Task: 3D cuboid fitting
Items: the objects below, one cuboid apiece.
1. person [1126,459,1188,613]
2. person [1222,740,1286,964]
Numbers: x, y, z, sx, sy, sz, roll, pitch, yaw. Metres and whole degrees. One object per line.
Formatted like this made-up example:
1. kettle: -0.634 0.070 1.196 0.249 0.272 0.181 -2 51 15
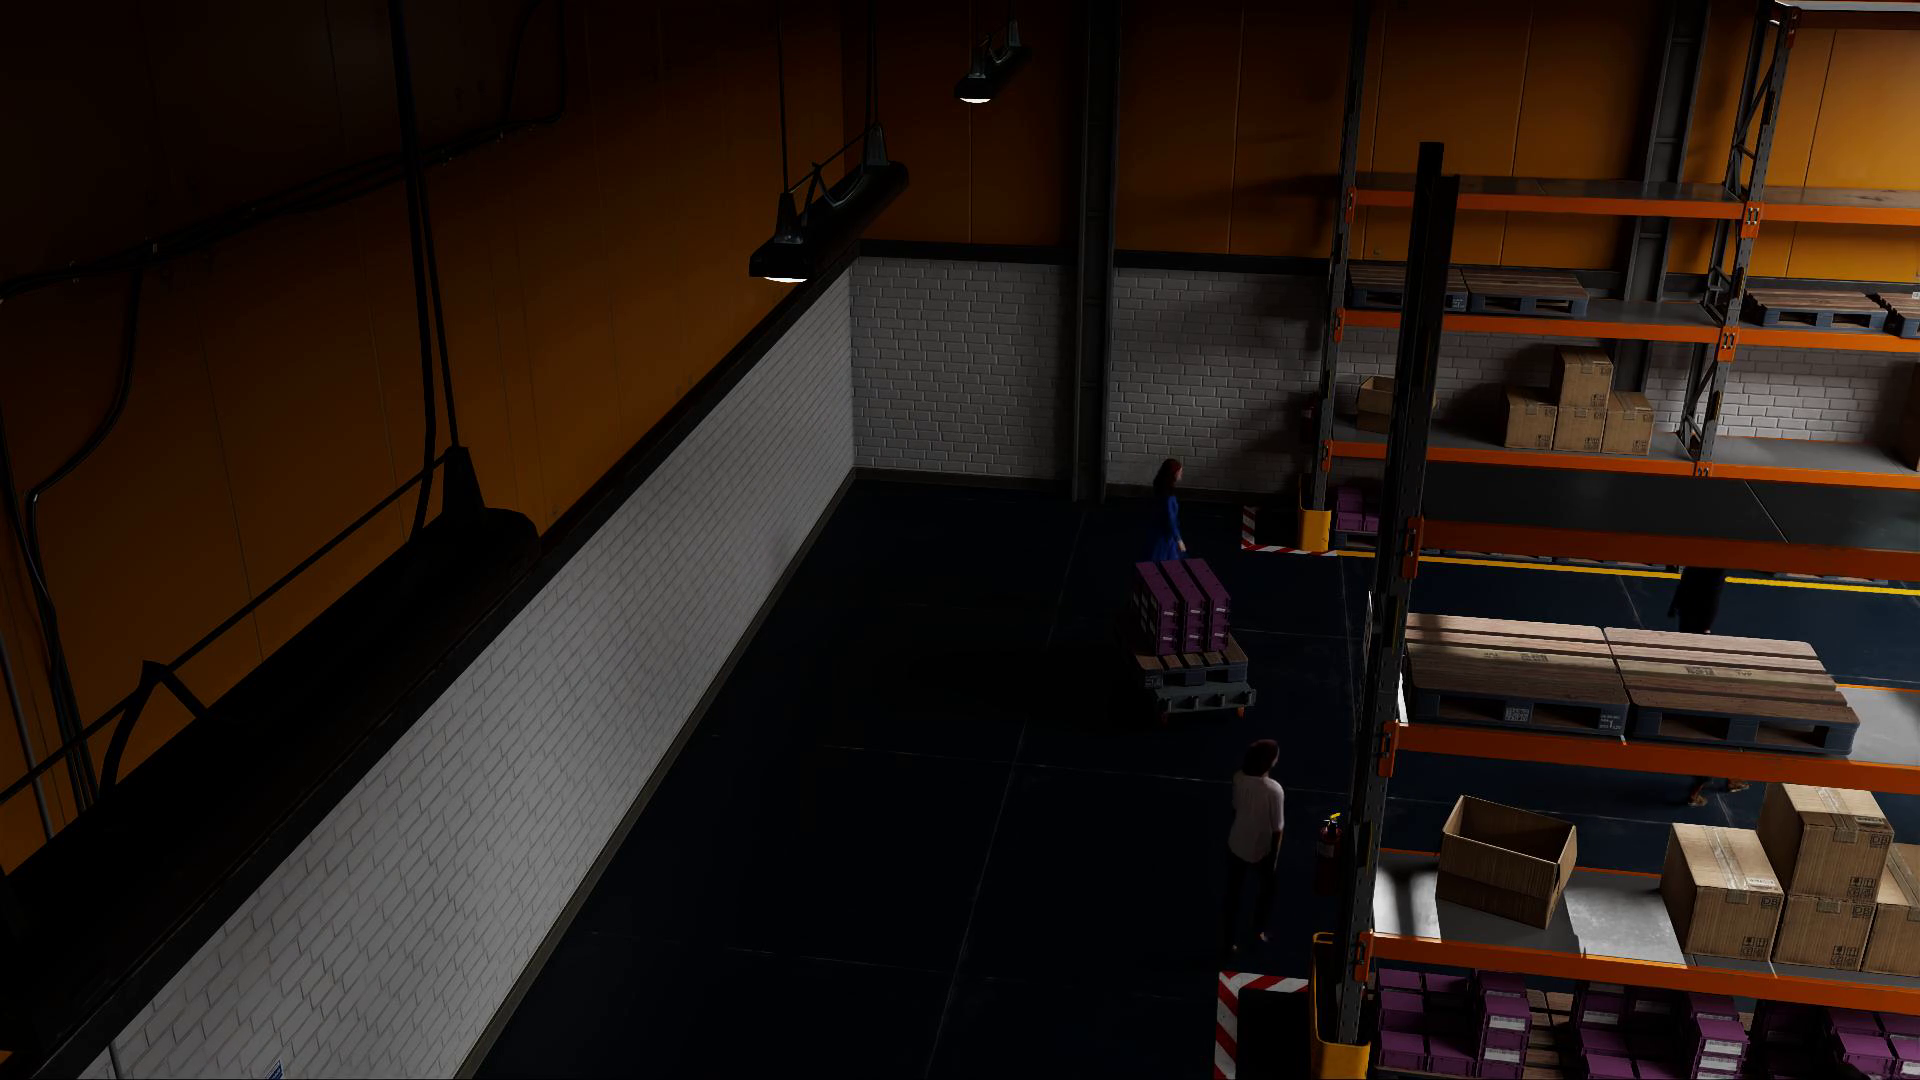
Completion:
1. person: 1.934 0.032 16.903 1.062 1.785 0.651 2 24 4
2. person: 2.020 2.262 11.814 0.758 1.776 0.825 15 28 30
